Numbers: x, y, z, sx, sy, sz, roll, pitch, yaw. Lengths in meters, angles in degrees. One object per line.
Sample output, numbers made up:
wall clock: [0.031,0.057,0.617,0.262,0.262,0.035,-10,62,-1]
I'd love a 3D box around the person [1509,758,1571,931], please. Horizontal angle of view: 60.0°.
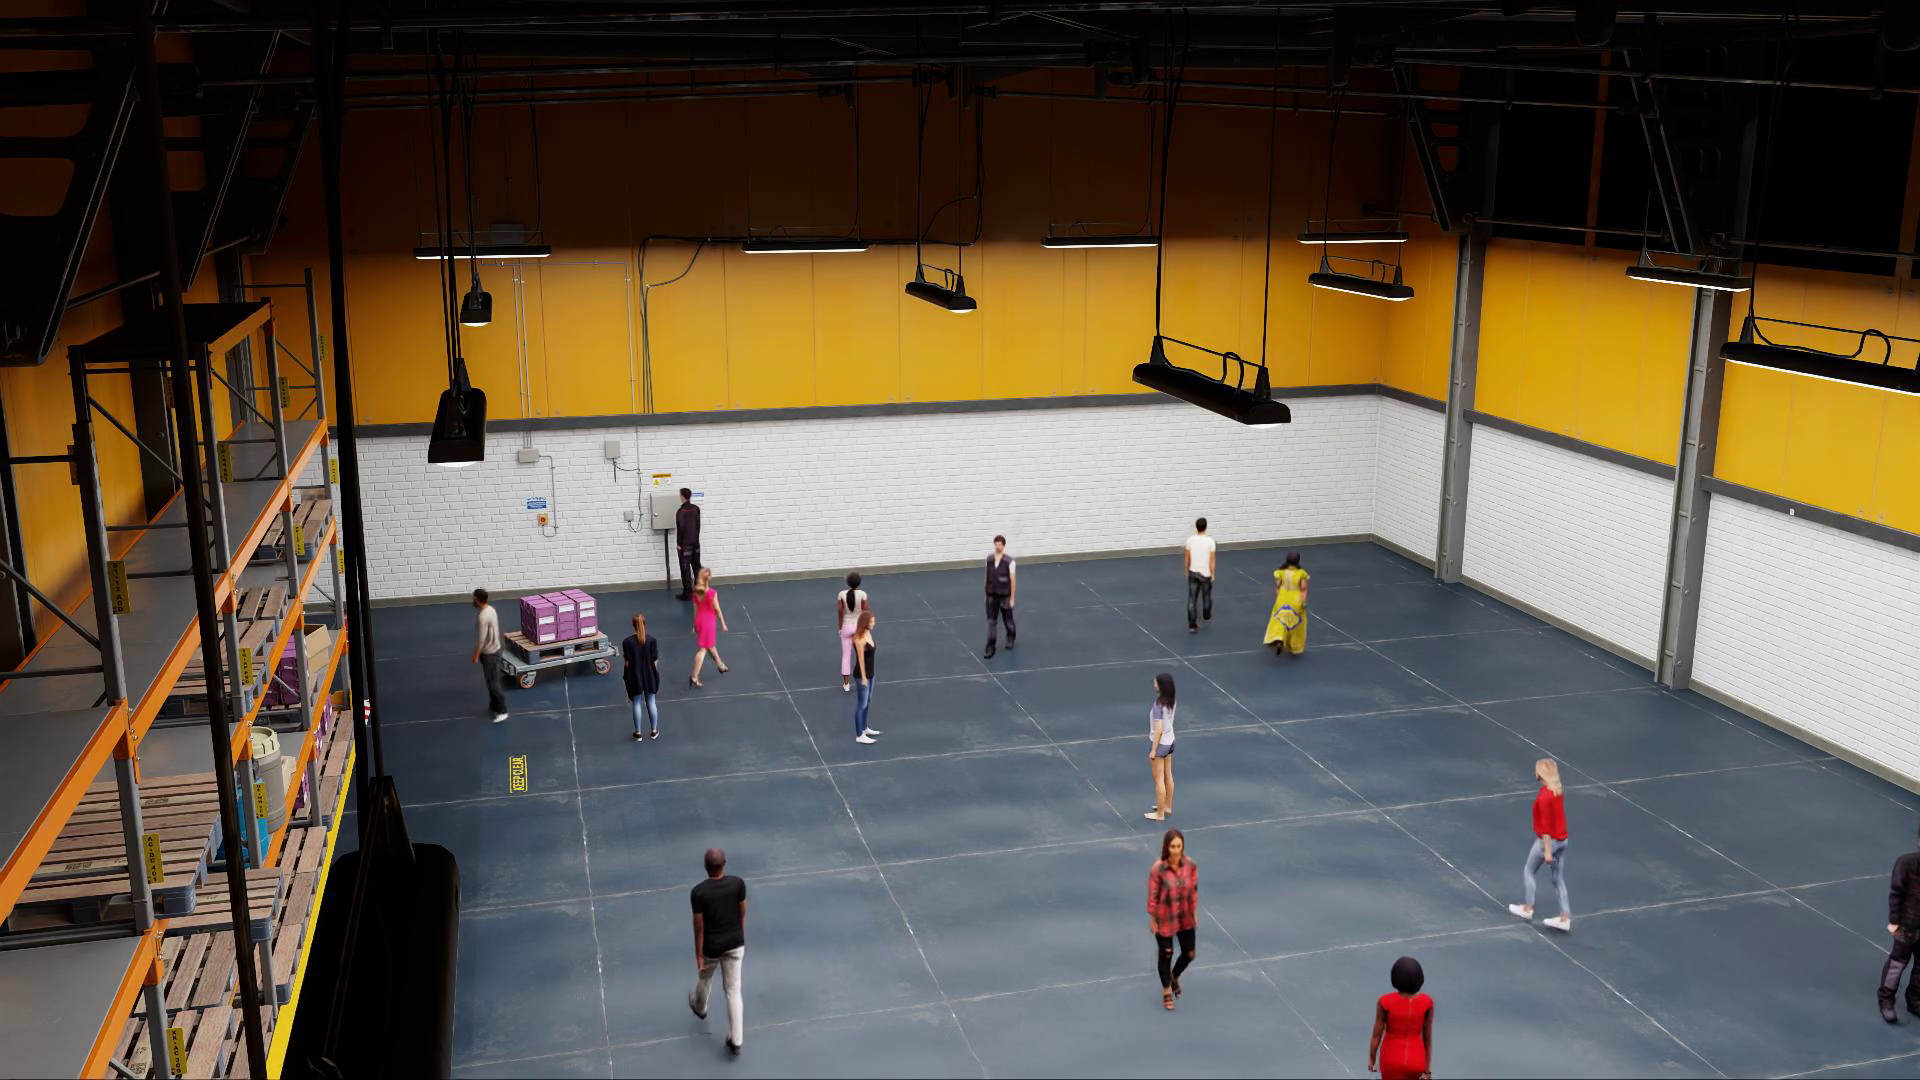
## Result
person: [5.840,3.025,16.288,0.991,1.648,0.889,9,17,34]

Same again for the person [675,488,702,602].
person: [-4.570,0.054,27.993,0.814,1.912,0.778,10,17,35]

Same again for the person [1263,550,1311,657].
person: [4.892,0.981,24.744,1.120,1.640,1.242,5,14,20]

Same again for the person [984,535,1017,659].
person: [0.636,0.827,25.026,1.106,1.807,1.277,5,14,19]

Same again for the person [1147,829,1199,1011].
person: [1.883,3.350,14.851,0.645,1.693,0.627,-2,14,-10]

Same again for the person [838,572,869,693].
person: [-1.497,1.272,23.339,0.638,1.736,0.614,1,14,3]

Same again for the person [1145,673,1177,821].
person: [2.306,2.333,18.960,0.713,1.735,0.656,8,16,30]

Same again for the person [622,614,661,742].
person: [-4.101,1.759,21.442,0.620,1.683,0.545,-4,14,-16]

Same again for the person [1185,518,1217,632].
person: [3.745,0.569,26.182,1.072,1.765,1.202,6,15,22]

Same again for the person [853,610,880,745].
person: [-1.235,1.741,21.432,0.732,1.721,0.605,3,14,10]

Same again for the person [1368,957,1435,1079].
person: [3.300,3.943,12.320,0.667,1.731,0.702,0,14,-1]

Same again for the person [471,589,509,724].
person: [-6.285,1.497,22.304,1.002,1.787,0.648,1,14,5]

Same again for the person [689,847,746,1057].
person: [-1.986,3.506,14.071,0.763,1.756,1.203,-6,15,-22]

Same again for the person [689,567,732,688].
person: [-3.661,1.260,23.489,1.055,1.689,0.982,13,19,43]

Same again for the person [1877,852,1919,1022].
person: [8.413,3.338,14.588,0.775,1.839,0.660,0,14,-1]
